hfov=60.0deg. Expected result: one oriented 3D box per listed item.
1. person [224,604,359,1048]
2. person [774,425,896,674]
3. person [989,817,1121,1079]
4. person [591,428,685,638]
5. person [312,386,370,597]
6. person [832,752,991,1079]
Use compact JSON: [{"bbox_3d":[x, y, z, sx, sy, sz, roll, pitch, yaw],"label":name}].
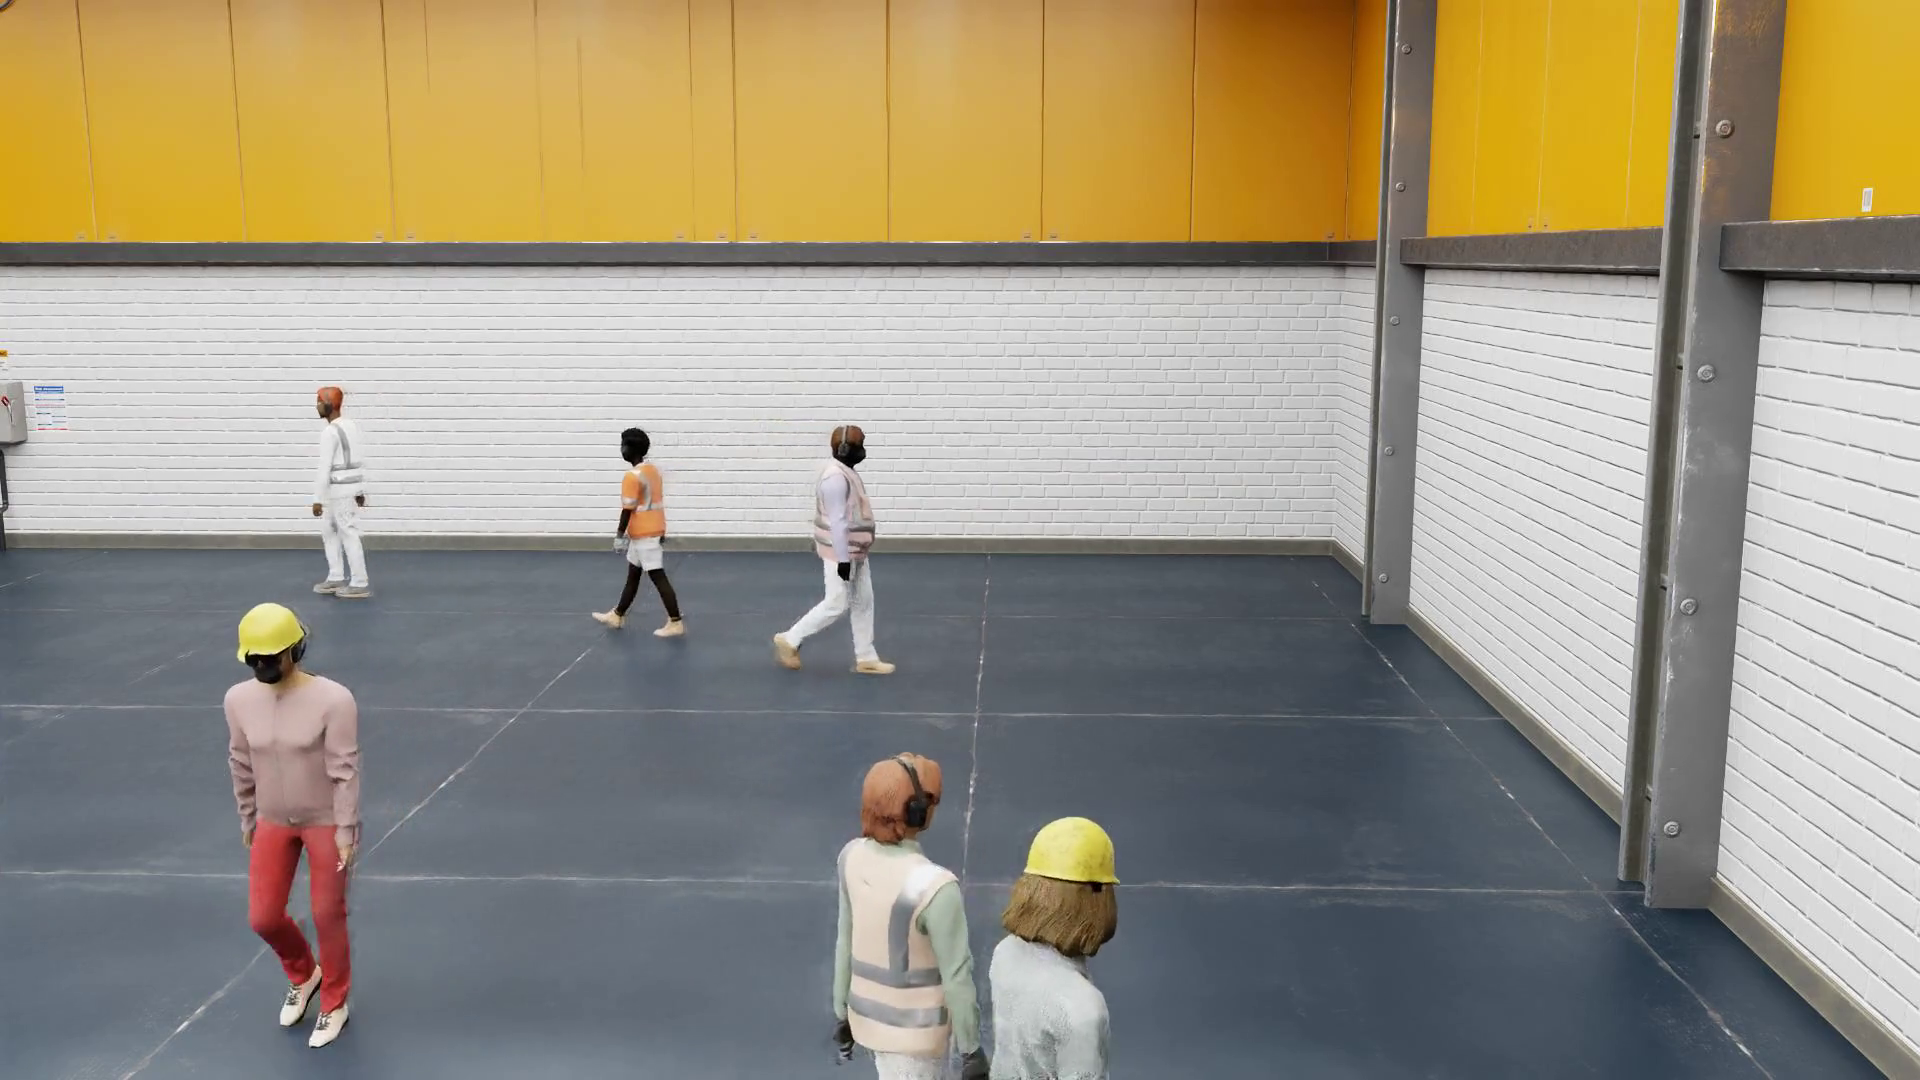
[{"bbox_3d":[-2.487,1.074,6.245,0.532,1.740,0.429,1,10,3],"label":"person"},{"bbox_3d":[-0.894,0.080,11.840,0.781,1.816,0.628,1,10,8],"label":"person"},{"bbox_3d":[0.141,1.499,3.912,0.820,1.691,0.508,-3,10,-18],"label":"person"},{"bbox_3d":[-2.552,-0.051,13.050,0.860,1.646,0.550,1,10,8],"label":"person"},{"bbox_3d":[-5.513,-0.408,14.531,0.677,1.862,0.613,0,10,-1],"label":"person"},{"bbox_3d":[-0.204,1.400,4.718,0.814,1.609,0.515,-7,12,-34],"label":"person"}]
